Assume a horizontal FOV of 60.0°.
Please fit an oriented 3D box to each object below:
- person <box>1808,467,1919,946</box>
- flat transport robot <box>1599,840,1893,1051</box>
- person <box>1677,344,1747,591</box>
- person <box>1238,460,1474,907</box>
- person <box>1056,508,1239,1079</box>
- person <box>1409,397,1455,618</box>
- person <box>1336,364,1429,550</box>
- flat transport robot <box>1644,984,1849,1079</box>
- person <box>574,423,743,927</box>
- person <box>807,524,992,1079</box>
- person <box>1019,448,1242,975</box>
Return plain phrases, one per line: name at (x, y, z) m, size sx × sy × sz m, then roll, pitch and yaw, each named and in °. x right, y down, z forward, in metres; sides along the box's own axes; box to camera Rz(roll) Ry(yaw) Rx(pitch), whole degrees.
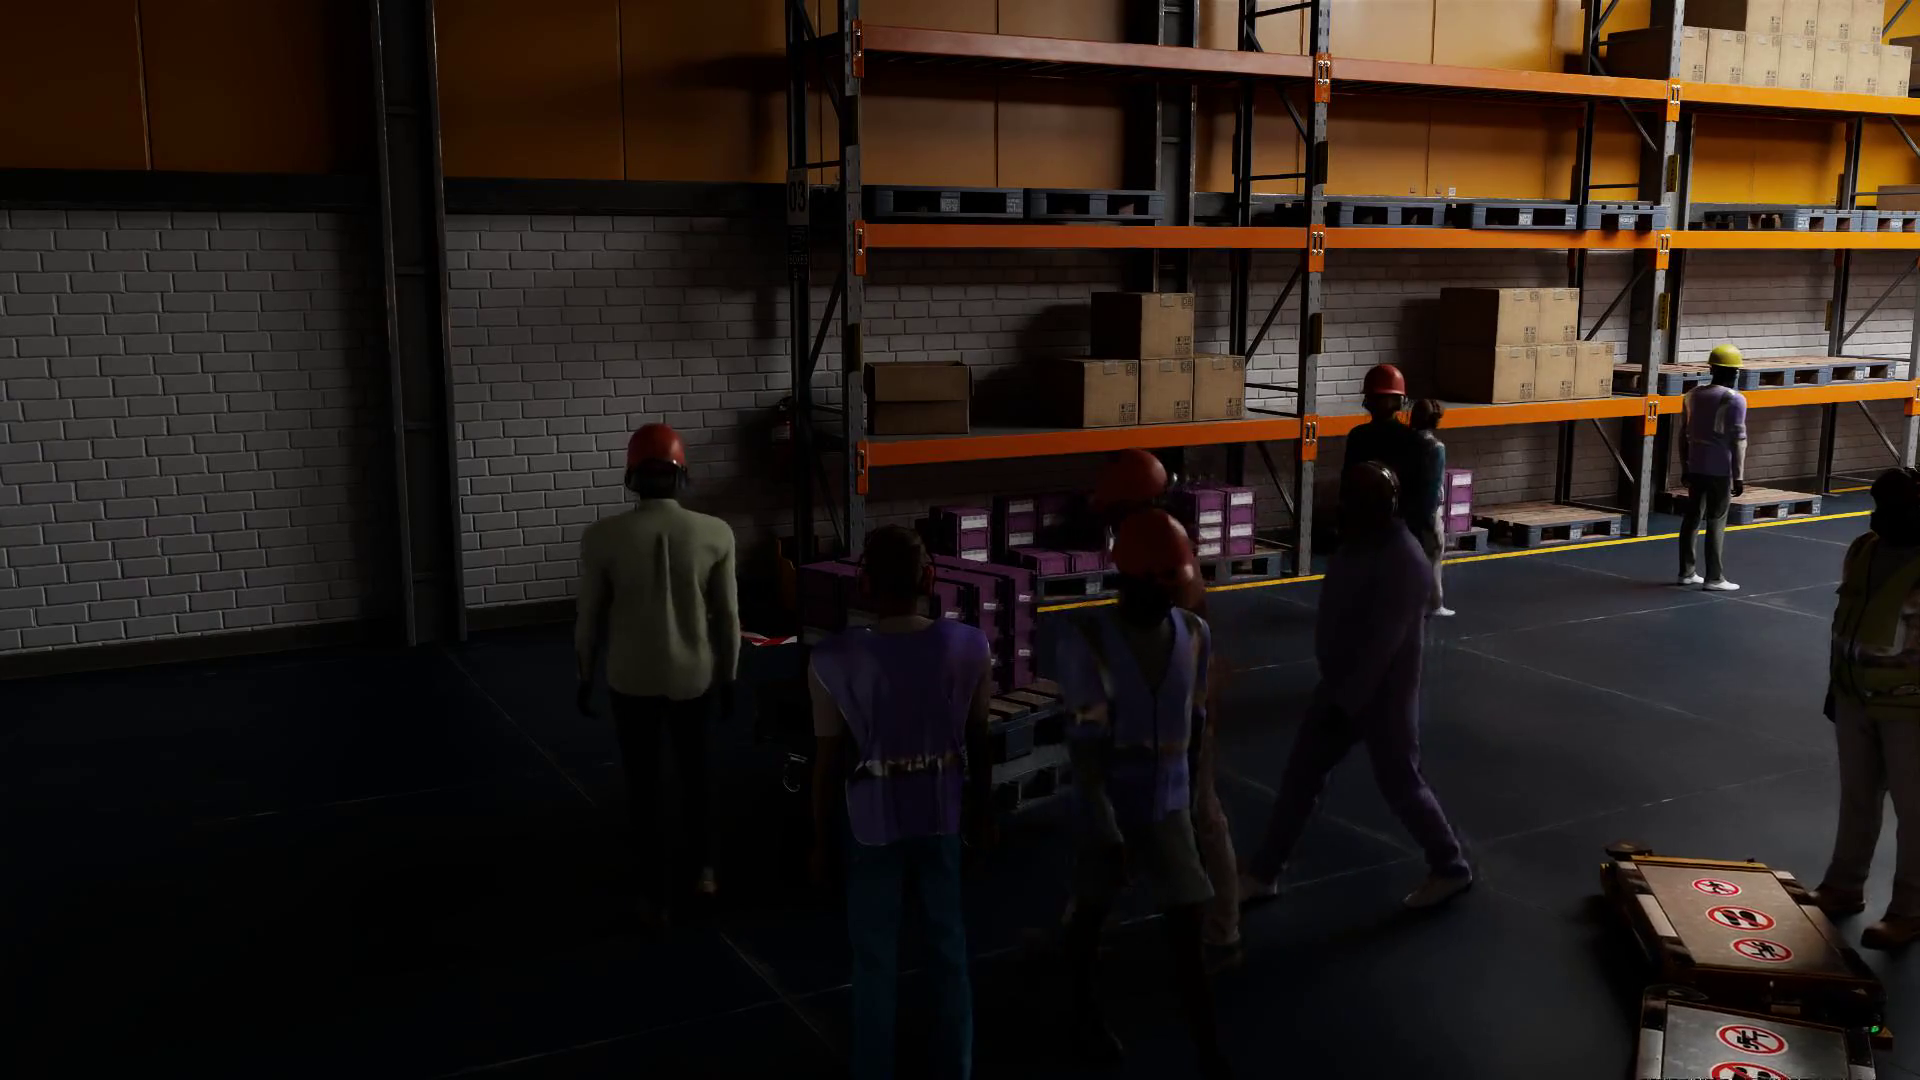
person at (3.584, 0.629, 6.407) m, size 0.430 × 1.840 × 0.620 m, roll -3°, pitch 10°, yaw -16°
flat transport robot at (2.849, 1.456, 6.153) m, size 0.652 × 0.197 × 1.431 m, roll 2°, pitch 10°, yaw 10°
person at (5.903, -0.566, 13.027) m, size 0.387 × 1.926 × 0.591 m, roll -4°, pitch 11°, yaw -22°
person at (1.591, 0.597, 6.625) m, size 1.038 × 1.836 × 0.625 m, roll -3°, pitch 10°, yaw -17°
person at (0.569, 0.832, 5.107) m, size 0.550 × 1.873 × 1.028 m, roll -4°, pitch 11°, yaw -20°
person at (3.234, -0.219, 11.924) m, size 0.721 × 1.615 × 0.514 m, roll -4°, pitch 11°, yaw -24°
person at (2.438, -0.026, 9.721) m, size 0.376 × 1.995 × 0.622 m, roll -7°, pitch 12°, yaw -33°
flat transport robot at (2.295, 1.689, 4.807) m, size 0.652 × 0.197 × 1.431 m, roll 4°, pitch 11°, yaw 24°
person at (-1.194, 0.533, 6.576) m, size 0.634 × 1.977 × 0.480 m, roll -4°, pitch 11°, yaw -21°
person at (-0.171, 0.874, 4.982) m, size 0.572 × 1.840 × 0.373 m, roll -4°, pitch 10°, yaw -20°
person at (0.634, 0.643, 6.003) m, size 0.923 × 1.938 × 0.652 m, roll -2°, pitch 10°, yaw -9°
